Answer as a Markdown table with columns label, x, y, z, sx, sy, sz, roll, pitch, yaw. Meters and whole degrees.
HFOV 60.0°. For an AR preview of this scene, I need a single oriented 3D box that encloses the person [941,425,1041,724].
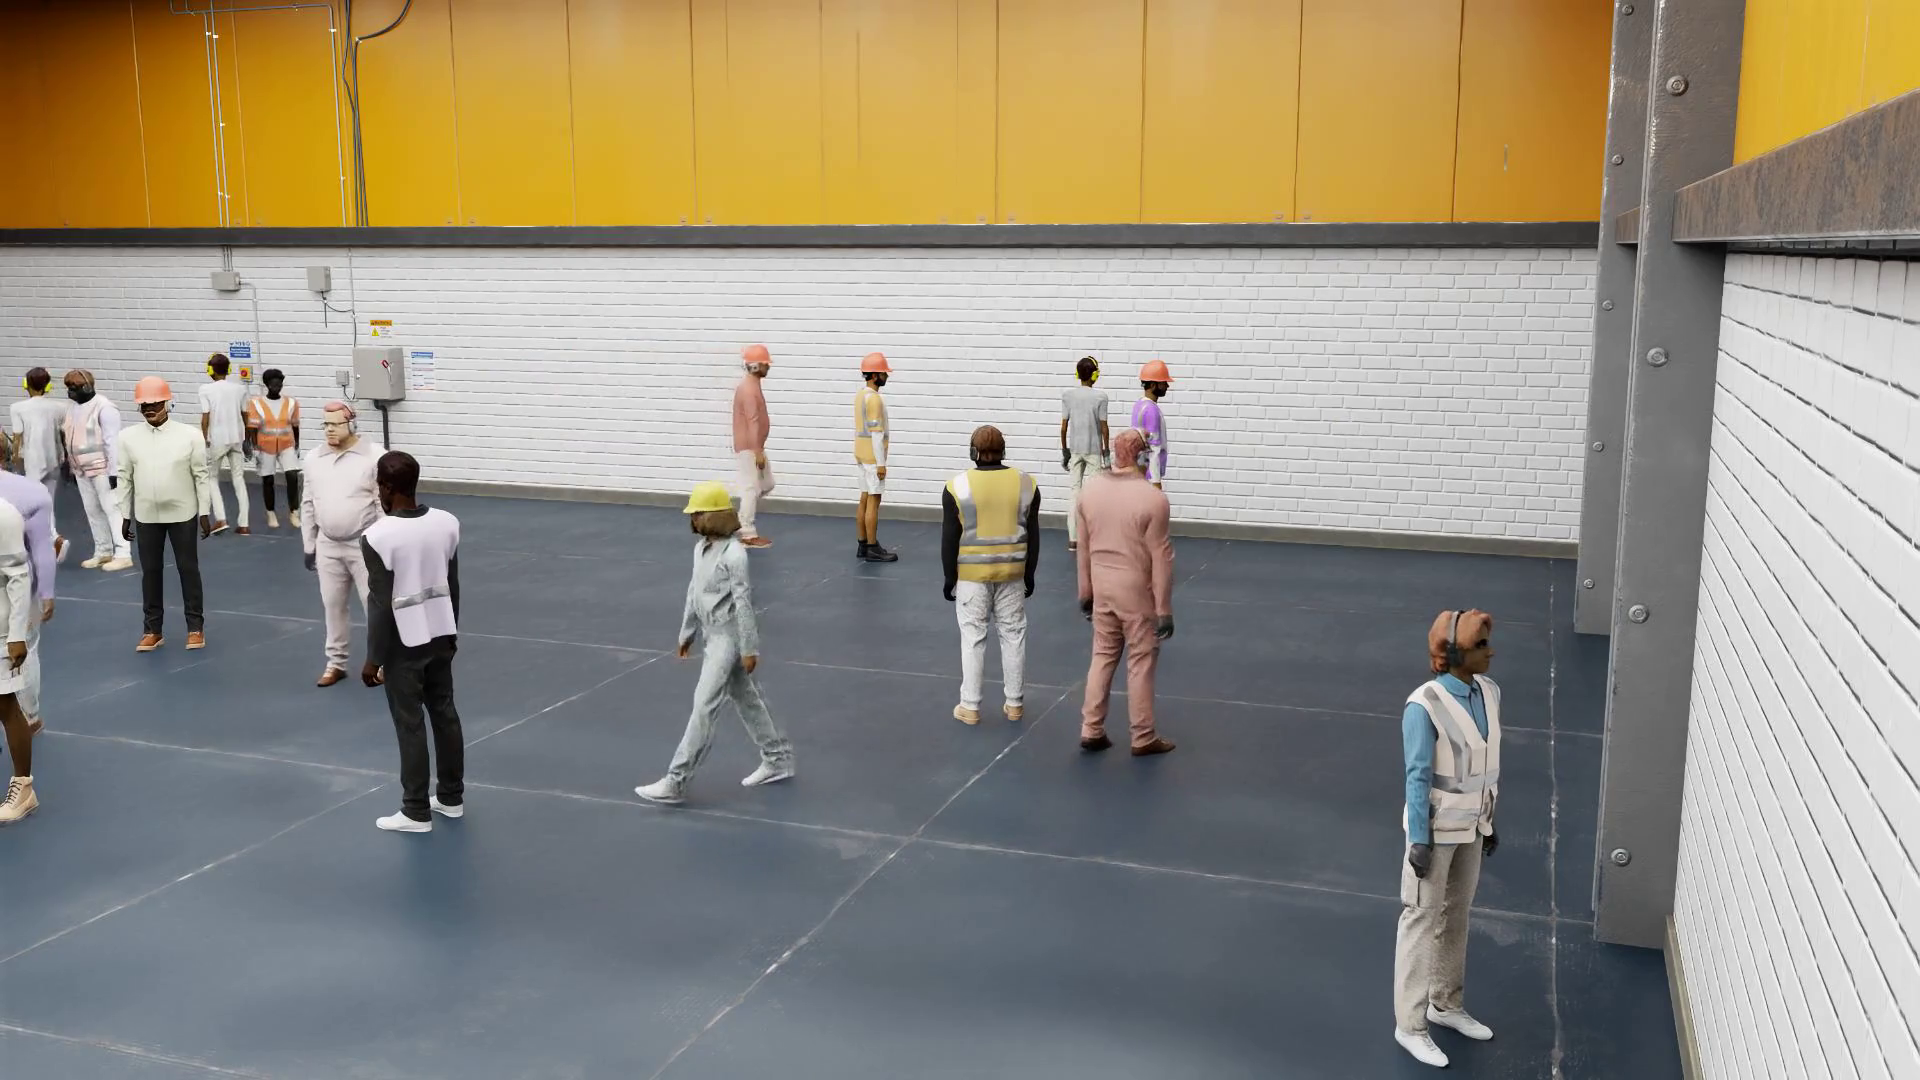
| label | x | y | z | sx | sy | sz | roll | pitch | yaw |
| --- | --- | --- | --- | --- | --- | --- | --- | --- | --- |
| person | 0.177 | 0.213 | 10.184 | 0.627 | 1.843 | 0.429 | -3 | 10 | -15 |

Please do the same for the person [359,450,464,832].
| label | x | y | z | sx | sy | sz | roll | pitch | yaw |
| --- | --- | --- | --- | --- | --- | --- | --- | --- | --- |
| person | -2.725 | 0.506 | 8.314 | 0.391 | 1.920 | 0.587 | 5 | 11 | 27 |

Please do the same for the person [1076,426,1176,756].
| label | x | y | z | sx | sy | sz | roll | pitch | yaw |
| --- | --- | --- | --- | --- | --- | --- | --- | --- | --- |
| person | 0.970 | 0.300 | 9.544 | 0.416 | 1.914 | 0.659 | -10 | 14 | -44 |

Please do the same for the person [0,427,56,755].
| label | x | y | z | sx | sy | sz | roll | pitch | yaw |
| --- | --- | --- | --- | --- | --- | --- | --- | --- | --- |
| person | -5.534 | 0.289 | 9.564 | 0.633 | 1.917 | 0.851 | -4 | 11 | -20 |

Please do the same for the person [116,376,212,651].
| label | x | y | z | sx | sy | sz | roll | pitch | yaw |
| --- | --- | --- | --- | --- | --- | --- | --- | --- | --- |
| person | -5.735 | -0.185 | 11.993 | 0.623 | 1.992 | 0.396 | -2 | 10 | -12 |

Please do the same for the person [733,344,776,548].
| label | x | y | z | sx | sy | sz | roll | pitch | yaw |
| --- | --- | --- | --- | --- | --- | --- | --- | --- | --- |
| person | -1.978 | -0.897 | 16.059 | 0.428 | 1.982 | 0.637 | 0 | 10 | -2 |

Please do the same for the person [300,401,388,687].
| label | x | y | z | sx | sy | sz | roll | pitch | yaw |
| --- | --- | --- | --- | --- | --- | --- | --- | --- | --- |
| person | -4.068 | 0.029 | 11.053 | 0.644 | 1.906 | 0.403 | 1 | 10 | 6 |

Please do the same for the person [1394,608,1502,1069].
| label | x | y | z | sx | sy | sz | roll | pitch | yaw |
| --- | --- | --- | --- | --- | --- | --- | --- | --- | --- |
| person | 1.767 | 1.052 | 6.012 | 0.514 | 1.645 | 0.309 | -9 | 14 | -42 |

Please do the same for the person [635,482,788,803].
| label | x | y | z | sx | sy | sz | roll | pitch | yaw |
| --- | --- | --- | --- | --- | --- | --- | --- | --- | --- |
| person | -1.309 | 0.530 | 8.798 | 0.915 | 1.686 | 0.507 | -6 | 12 | -30 |

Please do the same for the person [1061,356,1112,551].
| label | x | y | z | sx | sy | sz | roll | pitch | yaw |
| --- | --- | --- | --- | --- | --- | --- | --- | --- | --- |
| person | 1.210 | -0.818 | 15.902 | 0.518 | 1.874 | 0.330 | 5 | 11 | 28 |

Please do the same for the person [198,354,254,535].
| label | x | y | z | sx | sy | sz | roll | pitch | yaw |
| --- | --- | --- | --- | --- | --- | --- | --- | --- | --- |
| person | -7.408 | -0.954 | 16.794 | 0.496 | 1.832 | 0.548 | 9 | 13 | 40 |

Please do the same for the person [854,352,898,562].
| label | x | y | z | sx | sy | sz | roll | pitch | yaw |
| --- | --- | --- | --- | --- | --- | --- | --- | --- | --- |
| person | -0.793 | -0.767 | 15.428 | 0.361 | 1.939 | 0.542 | -4 | 11 | -19 |

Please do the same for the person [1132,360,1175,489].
| label | x | y | z | sx | sy | sz | roll | pitch | yaw |
| --- | --- | --- | --- | --- | --- | --- | --- | --- | --- |
| person | 1.667 | -0.591 | 14.437 | 0.356 | 1.936 | 0.551 | -1 | 10 | -6 |

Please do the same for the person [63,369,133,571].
| label | x | y | z | sx | sy | sz | roll | pitch | yaw |
| --- | --- | --- | --- | --- | --- | --- | --- | --- | --- |
| person | -7.791 | -0.630 | 14.982 | 0.634 | 1.831 | 0.432 | 5 | 11 | 27 |

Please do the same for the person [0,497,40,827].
| label | x | y | z | sx | sy | sz | roll | pitch | yaw |
| --- | --- | --- | --- | --- | --- | --- | --- | --- | --- |
| person | -4.971 | 0.437 | 8.353 | 0.615 | 2.040 | 0.391 | 3 | 11 | 16 |

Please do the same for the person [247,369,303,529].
| label | x | y | z | sx | sy | sz | roll | pitch | yaw |
| --- | --- | --- | --- | --- | --- | --- | --- | --- | --- |
| person | -7.008 | -0.921 | 17.051 | 0.544 | 1.670 | 0.681 | -6 | 12 | -32 |

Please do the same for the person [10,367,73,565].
| label | x | y | z | sx | sy | sz | roll | pitch | yaw |
| --- | --- | --- | --- | --- | --- | --- | --- | --- | --- |
| person | -8.271 | -0.642 | 15.041 | 0.570 | 1.834 | 0.544 | 7 | 12 | 36 |
